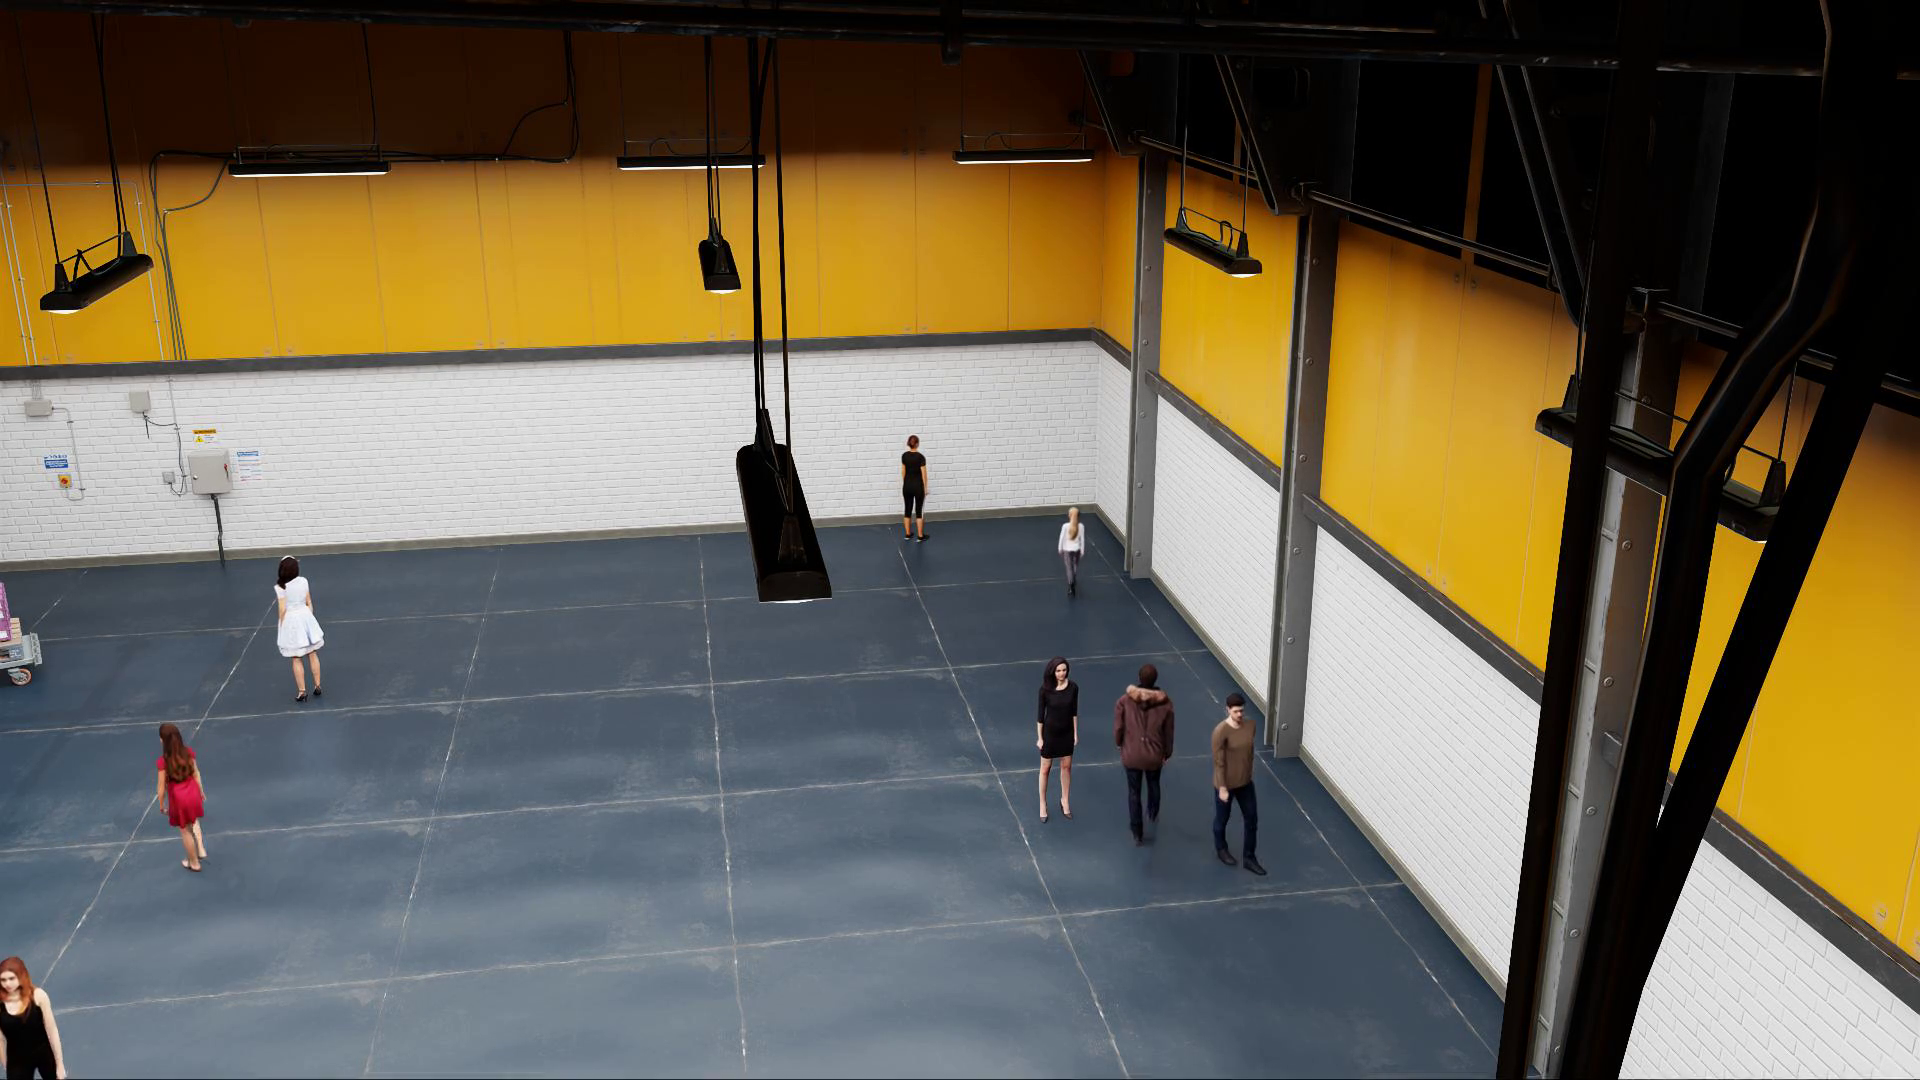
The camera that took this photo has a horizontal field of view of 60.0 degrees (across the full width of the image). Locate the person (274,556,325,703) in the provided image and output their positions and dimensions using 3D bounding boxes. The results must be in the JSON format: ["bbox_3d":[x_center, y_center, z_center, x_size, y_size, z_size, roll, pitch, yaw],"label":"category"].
[{"bbox_3d":[-7.929,1.063,19.920,0.905,1.815,0.855,17,25,41],"label":"person"}]

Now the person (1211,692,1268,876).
[{"bbox_3d":[2.601,2.308,16.155,0.811,1.859,0.962,-10,21,-26],"label":"person"}]

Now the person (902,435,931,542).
[{"bbox_3d":[-0.712,-0.817,25.734,0.657,1.668,0.696,10,21,27],"label":"person"}]

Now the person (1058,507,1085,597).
[{"bbox_3d":[1.582,0.184,23.421,0.506,1.246,0.904,-4,19,-12],"label":"person"}]

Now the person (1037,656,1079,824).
[{"bbox_3d":[1.000,2.029,17.066,0.604,1.806,0.501,-5,19,-15],"label":"person"}]

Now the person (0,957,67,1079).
[{"bbox_3d":[-6.723,3.753,12.129,0.719,1.689,1.140,-7,20,-19],"label":"person"}]

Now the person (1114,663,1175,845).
[{"bbox_3d":[1.825,2.171,16.635,0.921,1.812,1.094,2,19,5],"label":"person"}]

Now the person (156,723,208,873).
[{"bbox_3d":[-7.470,2.502,16.072,0.771,1.544,0.712,14,23,36],"label":"person"}]
